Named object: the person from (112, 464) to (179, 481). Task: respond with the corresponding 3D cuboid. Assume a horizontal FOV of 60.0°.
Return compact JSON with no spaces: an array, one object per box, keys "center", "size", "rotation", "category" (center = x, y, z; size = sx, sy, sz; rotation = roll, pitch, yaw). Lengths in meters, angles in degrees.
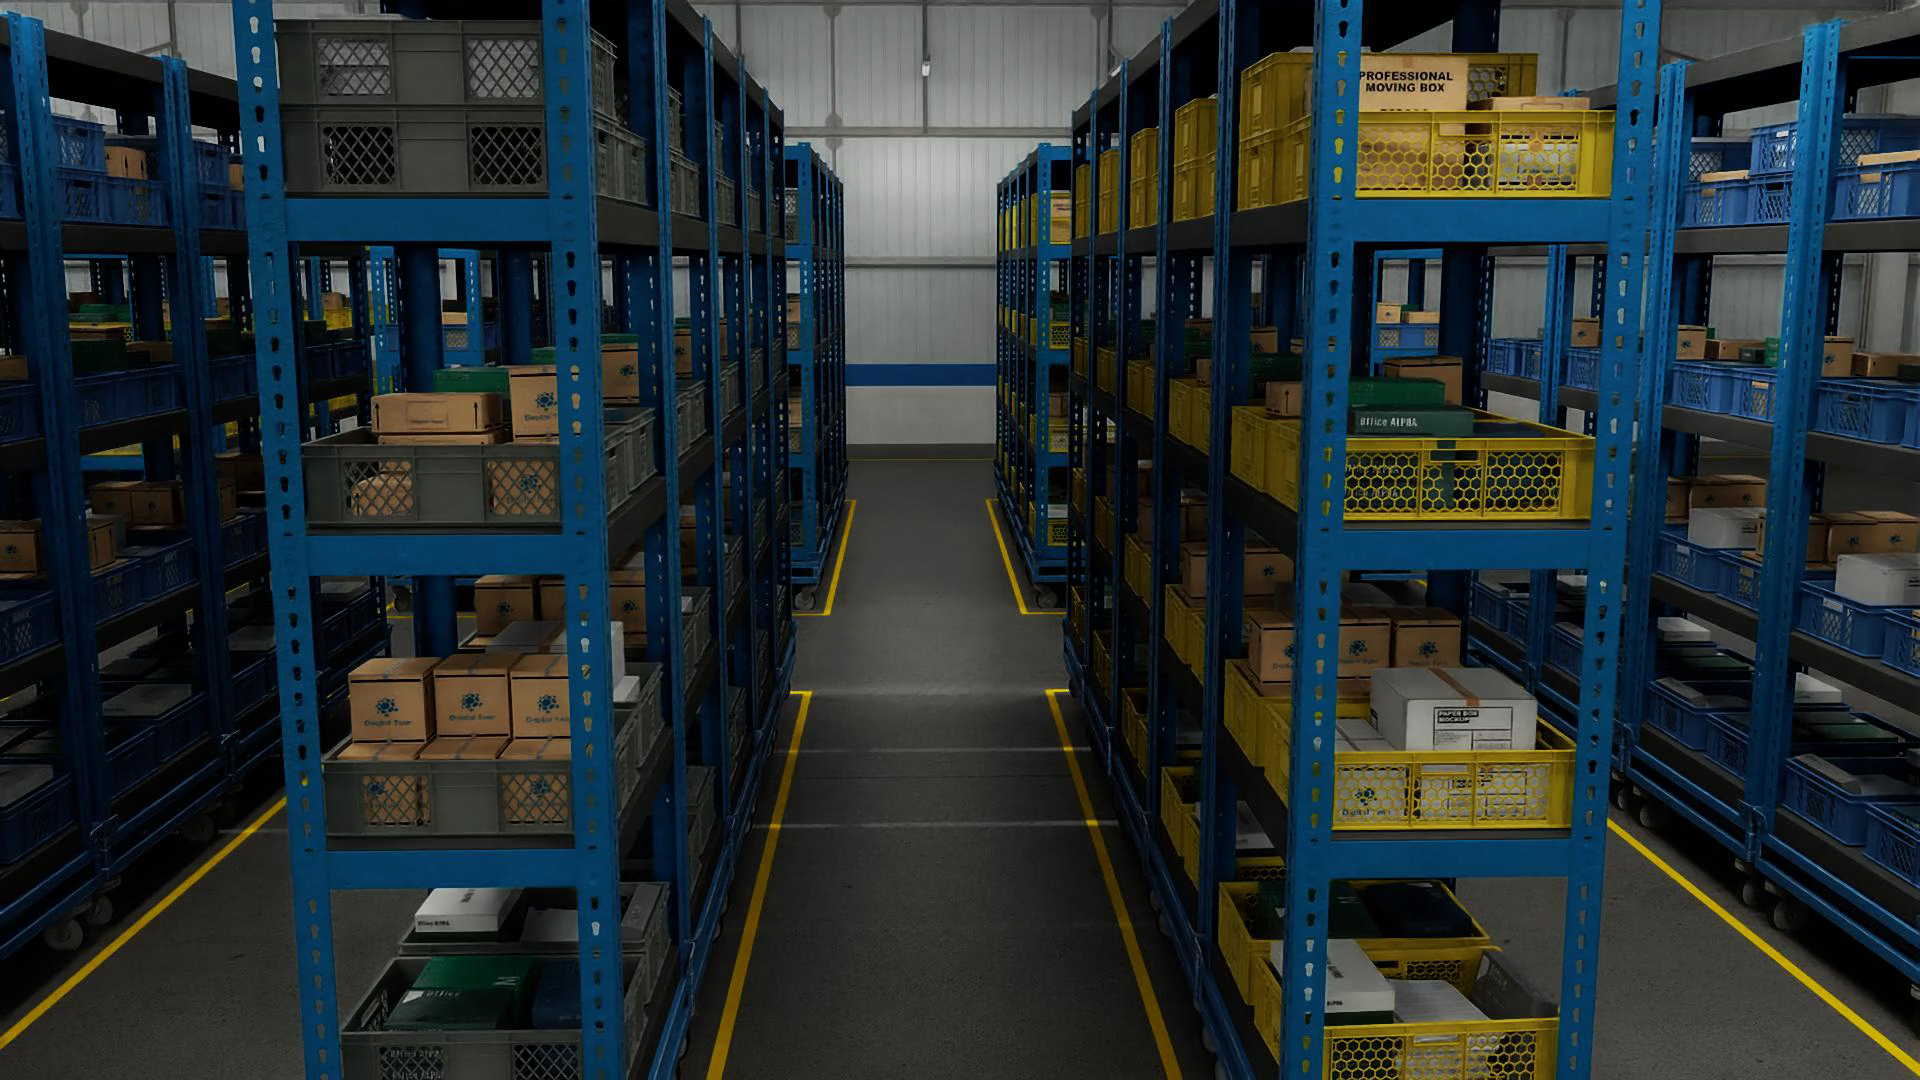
[{"center":[-7.672,-0.783,15.591],"size":[0.570,1.826,0.490],"rotation":[-1,9,-5],"category":"person"}]
